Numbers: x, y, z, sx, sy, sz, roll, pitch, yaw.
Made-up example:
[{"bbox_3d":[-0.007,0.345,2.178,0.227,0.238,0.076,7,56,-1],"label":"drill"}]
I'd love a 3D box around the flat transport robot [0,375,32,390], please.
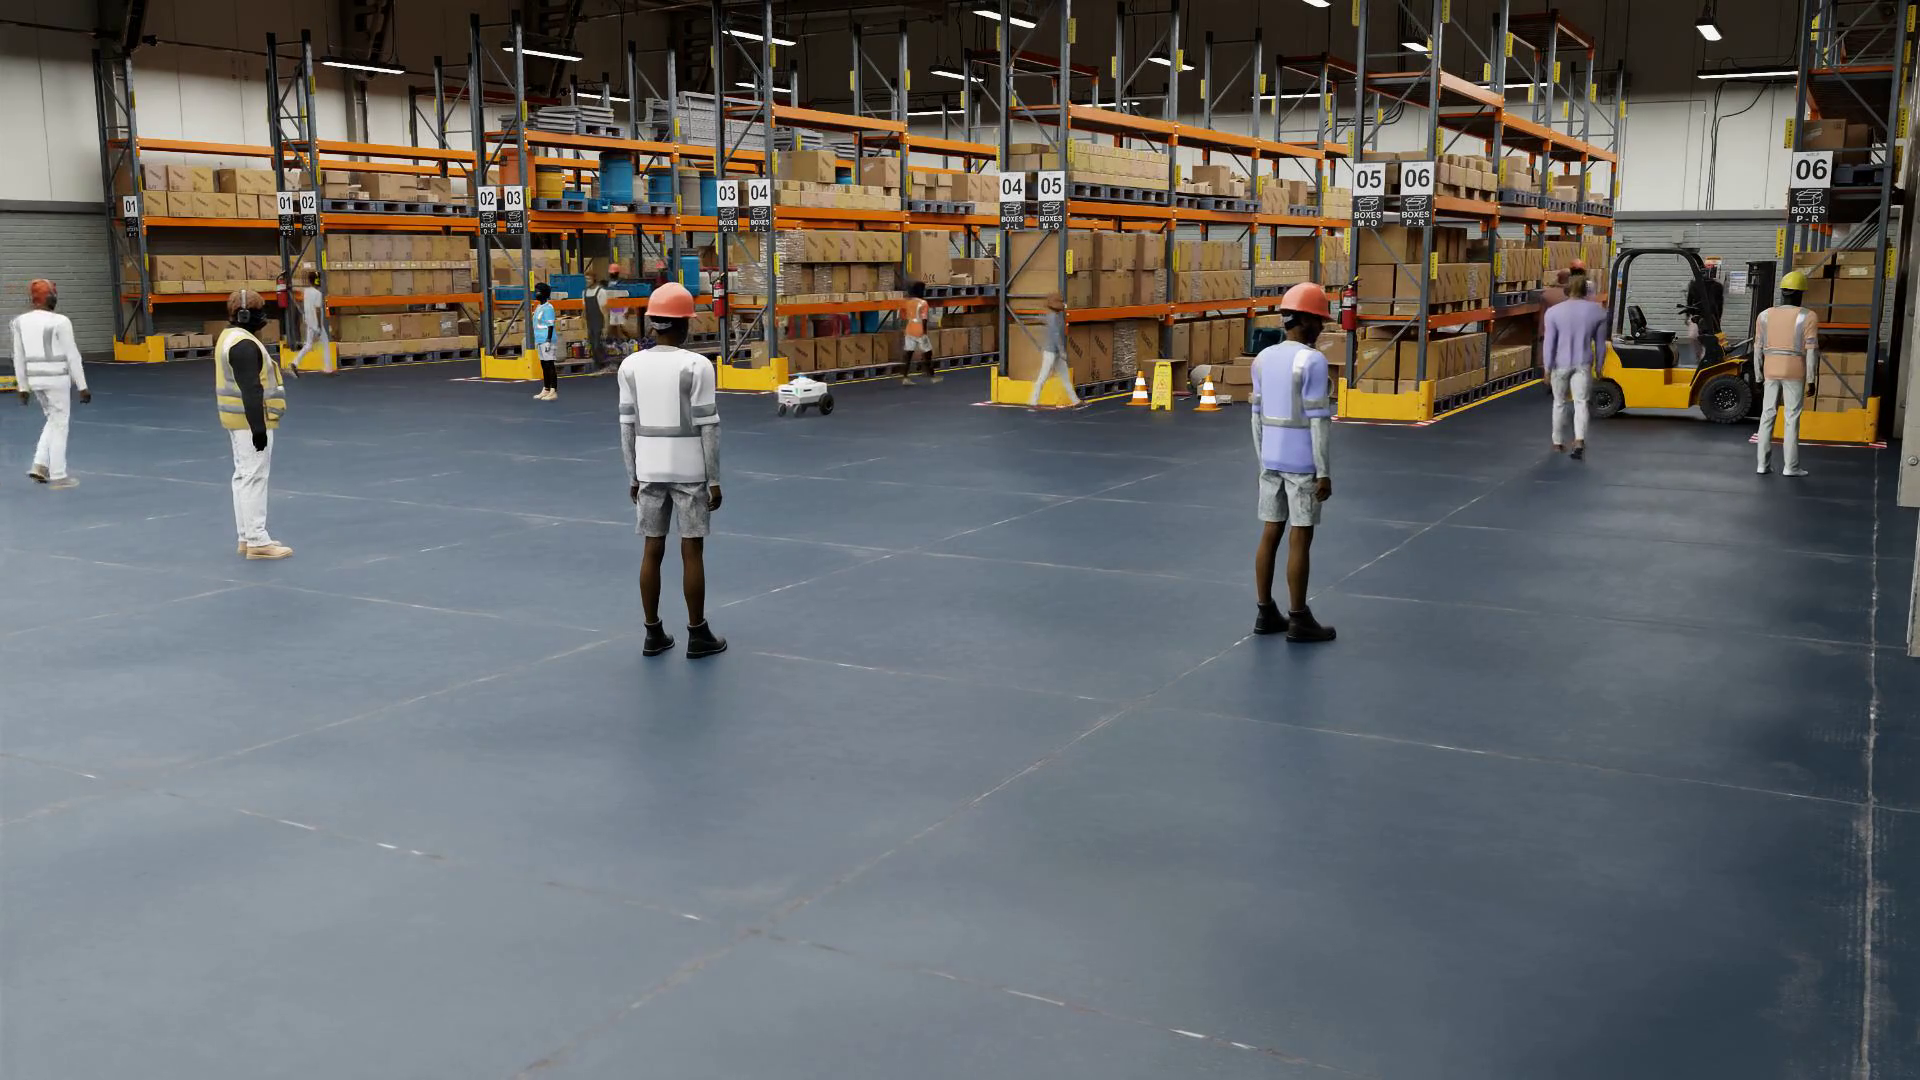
[{"bbox_3d":[-14.888,-2.351,25.178,0.652,0.197,1.431,7,12,35],"label":"flat transport robot"}]

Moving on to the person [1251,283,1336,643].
[{"bbox_3d":[1.816,-0.414,8.994,0.374,1.929,0.542,-6,11,-31],"label":"person"}]

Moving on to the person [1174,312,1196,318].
[{"bbox_3d":[4.553,-4.706,34.067,0.627,1.933,0.816,5,11,28],"label":"person"}]

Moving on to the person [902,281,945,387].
[{"bbox_3d":[-0.608,-3.279,26.500,0.849,1.657,0.545,-9,13,-41],"label":"person"}]

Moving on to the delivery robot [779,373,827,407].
[{"bbox_3d":[-2.046,-1.934,21.632,0.477,0.478,0.707,6,11,30],"label":"delivery robot"}]

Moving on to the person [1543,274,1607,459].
[{"bbox_3d":[6.355,-1.801,17.224,0.638,1.900,1.014,2,10,13],"label":"person"}]

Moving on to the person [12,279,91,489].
[{"bbox_3d":[-8.066,-1.379,14.814,0.586,1.870,0.409,3,10,20],"label":"person"}]

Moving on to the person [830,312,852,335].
[{"bbox_3d":[-2.467,-4.683,34.469,0.546,1.751,0.449,4,11,23],"label":"person"}]

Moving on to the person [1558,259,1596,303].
[{"bbox_3d":[10.048,-3.558,27.117,0.646,2.020,0.720,6,11,29],"label":"person"}]

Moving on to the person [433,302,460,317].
[{"bbox_3d":[-11.214,-5.035,36.172,0.598,1.892,0.875,5,11,29],"label":"person"}]

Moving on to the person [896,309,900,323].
[{"bbox_3d":[-1.002,-4.557,33.908,0.486,1.702,0.882,5,11,25],"label":"person"}]

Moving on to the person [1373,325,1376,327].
[{"bbox_3d":[9.635,-5.309,38.013,1.003,1.815,0.539,1,10,6],"label":"person"}]

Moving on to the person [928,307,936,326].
[{"bbox_3d":[-0.883,-5.304,37.661,0.637,1.919,0.825,5,11,27],"label":"person"}]

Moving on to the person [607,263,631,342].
[{"bbox_3d":[-7.117,-4.806,34.722,0.568,1.925,0.552,7,12,35],"label":"person"}]

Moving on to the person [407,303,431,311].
[{"bbox_3d":[-11.218,-4.709,34.420,0.590,1.833,0.403,5,11,25],"label":"person"}]

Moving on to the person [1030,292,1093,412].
[{"bbox_3d":[1.327,-2.487,22.131,0.867,1.586,0.513,3,10,15],"label":"person"}]

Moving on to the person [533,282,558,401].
[{"bbox_3d":[-5.975,-2.850,23.933,0.318,1.697,0.535,-6,11,-32],"label":"person"}]

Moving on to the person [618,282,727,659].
[{"bbox_3d":[-1.475,-0.350,8.591,0.545,1.938,0.362,3,10,16],"label":"person"}]

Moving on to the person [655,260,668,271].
[{"bbox_3d":[-6.585,-5.244,37.131,0.630,1.986,1.066,5,11,28],"label":"person"}]

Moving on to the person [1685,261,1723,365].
[{"bbox_3d":[13.654,-4.121,30.549,0.647,1.972,0.535,6,12,33],"label":"person"}]

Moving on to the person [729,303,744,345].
[{"bbox_3d":[-5.001,-4.989,36.621,0.523,1.638,0.311,1,10,7],"label":"person"}]

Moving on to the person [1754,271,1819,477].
[{"bbox_3d":[7.787,-1.557,15.688,0.368,1.928,0.585,-8,12,-38],"label":"person"}]

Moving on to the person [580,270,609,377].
[{"bbox_3d":[-6.246,-3.679,28.397,0.540,1.825,0.433,6,11,30],"label":"person"}]

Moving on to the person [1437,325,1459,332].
[{"bbox_3d":[10.899,-5.117,36.890,0.800,1.816,0.636,4,11,23],"label":"person"}]

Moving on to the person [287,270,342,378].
[{"bbox_3d":[-11.050,-3.666,28.314,0.527,1.841,0.865,6,12,33],"label":"person"}]

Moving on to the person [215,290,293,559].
[{"bbox_3d":[-4.868,-0.792,11.460,0.429,1.842,0.636,-6,11,-31],"label":"person"}]

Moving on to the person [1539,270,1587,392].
[{"bbox_3d":[9.046,-3.099,24.913,0.649,1.862,0.971,5,11,27],"label":"person"}]

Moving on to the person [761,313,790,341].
[{"bbox_3d":[-3.213,-3.805,29.230,0.600,1.807,0.830,4,10,20],"label":"person"}]
